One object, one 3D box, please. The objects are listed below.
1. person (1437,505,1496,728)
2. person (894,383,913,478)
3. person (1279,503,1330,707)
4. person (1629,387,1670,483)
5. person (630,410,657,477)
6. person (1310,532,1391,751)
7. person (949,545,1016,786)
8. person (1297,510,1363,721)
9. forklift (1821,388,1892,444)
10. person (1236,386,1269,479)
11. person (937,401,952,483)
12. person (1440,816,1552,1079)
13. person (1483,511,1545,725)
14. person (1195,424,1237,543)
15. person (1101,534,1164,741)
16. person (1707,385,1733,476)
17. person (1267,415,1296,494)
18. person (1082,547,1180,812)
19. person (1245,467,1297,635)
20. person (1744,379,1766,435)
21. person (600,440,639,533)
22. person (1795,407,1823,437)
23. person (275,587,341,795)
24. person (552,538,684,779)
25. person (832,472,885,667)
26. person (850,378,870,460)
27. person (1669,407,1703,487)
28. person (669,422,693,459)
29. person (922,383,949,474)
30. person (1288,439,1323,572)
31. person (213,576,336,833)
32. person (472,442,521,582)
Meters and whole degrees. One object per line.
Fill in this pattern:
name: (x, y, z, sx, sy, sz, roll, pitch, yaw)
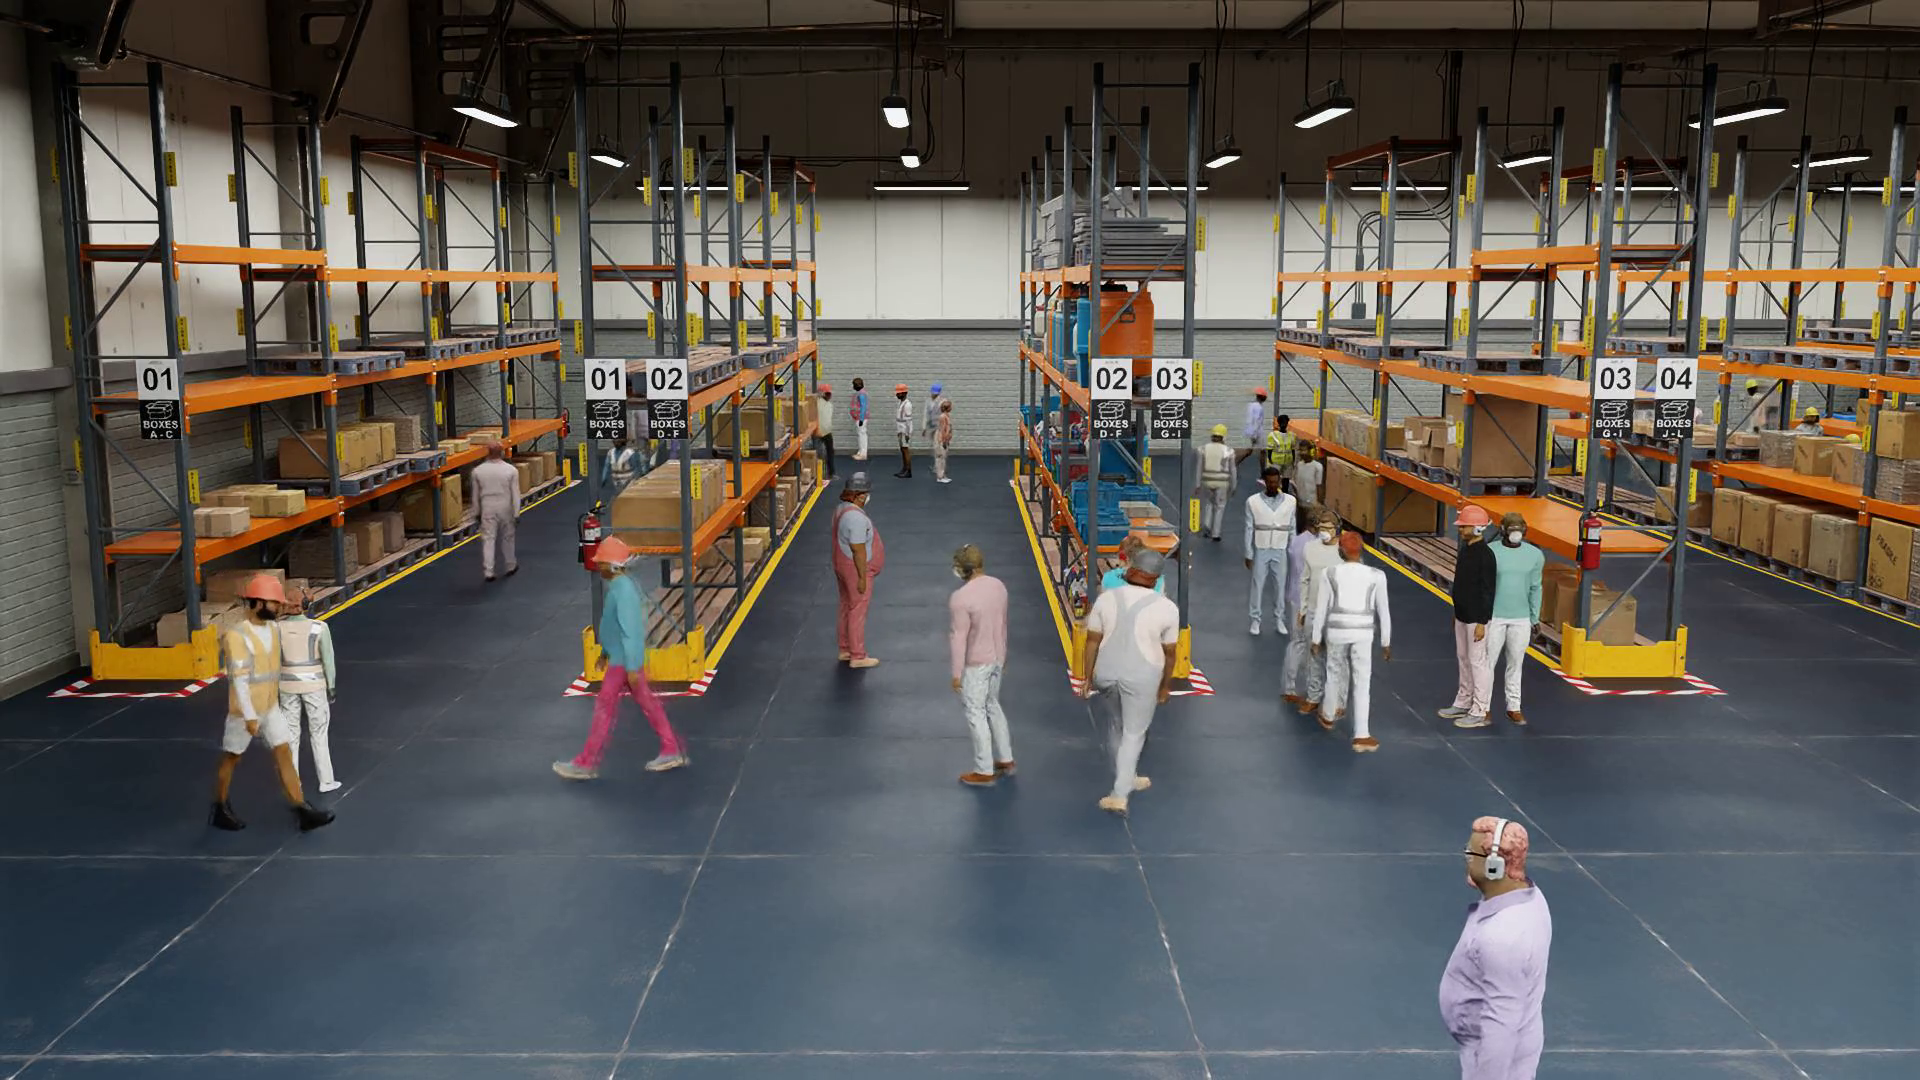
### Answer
person: (4.583, 0.677, 14.934, 0.382, 1.994, 0.613, -1, 9, -7)
person: (-1.161, -2.216, 33.780, 0.386, 1.929, 0.547, -3, 9, -17)
person: (3.335, 0.617, 15.651, 0.612, 1.930, 0.671, 4, 10, 23)
person: (13.772, -2.065, 32.881, 0.986, 1.895, 0.614, 3, 9, 18)
person: (-6.345, -2.137, 33.601, 0.623, 1.812, 0.429, -2, 9, -10)
person: (3.388, 0.845, 14.403, 0.666, 1.814, 1.013, 2, 9, 11)
person: (0.147, 0.986, 13.182, 0.402, 1.919, 0.648, 6, 11, 36)
person: (3.360, 0.678, 15.152, 0.363, 1.932, 0.632, -8, 12, -40)
forklift: (20.072, -3.110, 36.462, 1.873, 2.768, 1.129, 0, 9, 0)
person: (5.889, -2.161, 33.512, 0.908, 1.911, 0.550, -1, 9, -8)
person: (-0.301, -1.948, 33.001, 0.316, 1.633, 0.516, 1, 9, 6)
person: (2.091, 2.022, 6.567, 0.399, 1.910, 0.643, 4, 10, 25)
person: (4.915, 0.705, 14.941, 0.628, 1.940, 0.373, 0, 9, 1)
person: (3.927, -0.859, 25.380, 0.626, 1.814, 0.475, 4, 10, 27)
person: (1.487, 0.864, 14.293, 0.568, 1.810, 0.754, -2, 9, -12)
person: (15.577, -2.268, 34.077, 0.417, 1.941, 0.607, 6, 11, 34)
person: (5.578, -1.338, 28.845, 0.540, 1.697, 0.317, -2, 9, -12)
person: (1.278, 1.016, 12.609, 0.699, 2.000, 0.850, 6, 11, 34)
person: (3.511, 0.116, 18.803, 0.596, 1.918, 0.373, -1, 9, -4)
person: (17.019, -2.506, 35.733, 0.665, 1.884, 0.607, 7, 11, 37)
person: (-5.363, -0.873, 26.206, 0.509, 1.590, 0.891, 5, 10, 28)
person: (15.176, -1.503, 29.759, 0.493, 1.745, 0.290, 1, 9, 3)
person: (-5.097, 1.170, 12.908, 0.512, 1.639, 0.311, 0, 9, -2)
person: (-2.731, 0.949, 13.372, 1.044, 1.949, 0.604, -1, 9, -8)
person: (-1.045, 0.293, 17.261, 0.536, 2.000, 0.678, -4, 10, -22)
person: (-2.244, -2.715, 37.276, 0.430, 1.837, 0.624, -1, 9, -9)
person: (13.932, -1.896, 31.980, 0.629, 1.843, 0.429, 2, 9, 15)
person: (-5.649, -2.215, 33.541, 0.381, 1.995, 0.611, 8, 12, 41)
person: (-0.495, -2.326, 34.633, 0.605, 1.893, 0.735, -8, 12, -41)
person: (4.741, -0.452, 22.634, 0.325, 1.862, 0.523, -5, 10, -30)
person: (-5.021, 1.199, 11.967, 1.038, 1.865, 0.579, 4, 10, 22)
person: (-6.190, -0.388, 22.248, 0.659, 1.860, 0.980, 0, 9, -2)
